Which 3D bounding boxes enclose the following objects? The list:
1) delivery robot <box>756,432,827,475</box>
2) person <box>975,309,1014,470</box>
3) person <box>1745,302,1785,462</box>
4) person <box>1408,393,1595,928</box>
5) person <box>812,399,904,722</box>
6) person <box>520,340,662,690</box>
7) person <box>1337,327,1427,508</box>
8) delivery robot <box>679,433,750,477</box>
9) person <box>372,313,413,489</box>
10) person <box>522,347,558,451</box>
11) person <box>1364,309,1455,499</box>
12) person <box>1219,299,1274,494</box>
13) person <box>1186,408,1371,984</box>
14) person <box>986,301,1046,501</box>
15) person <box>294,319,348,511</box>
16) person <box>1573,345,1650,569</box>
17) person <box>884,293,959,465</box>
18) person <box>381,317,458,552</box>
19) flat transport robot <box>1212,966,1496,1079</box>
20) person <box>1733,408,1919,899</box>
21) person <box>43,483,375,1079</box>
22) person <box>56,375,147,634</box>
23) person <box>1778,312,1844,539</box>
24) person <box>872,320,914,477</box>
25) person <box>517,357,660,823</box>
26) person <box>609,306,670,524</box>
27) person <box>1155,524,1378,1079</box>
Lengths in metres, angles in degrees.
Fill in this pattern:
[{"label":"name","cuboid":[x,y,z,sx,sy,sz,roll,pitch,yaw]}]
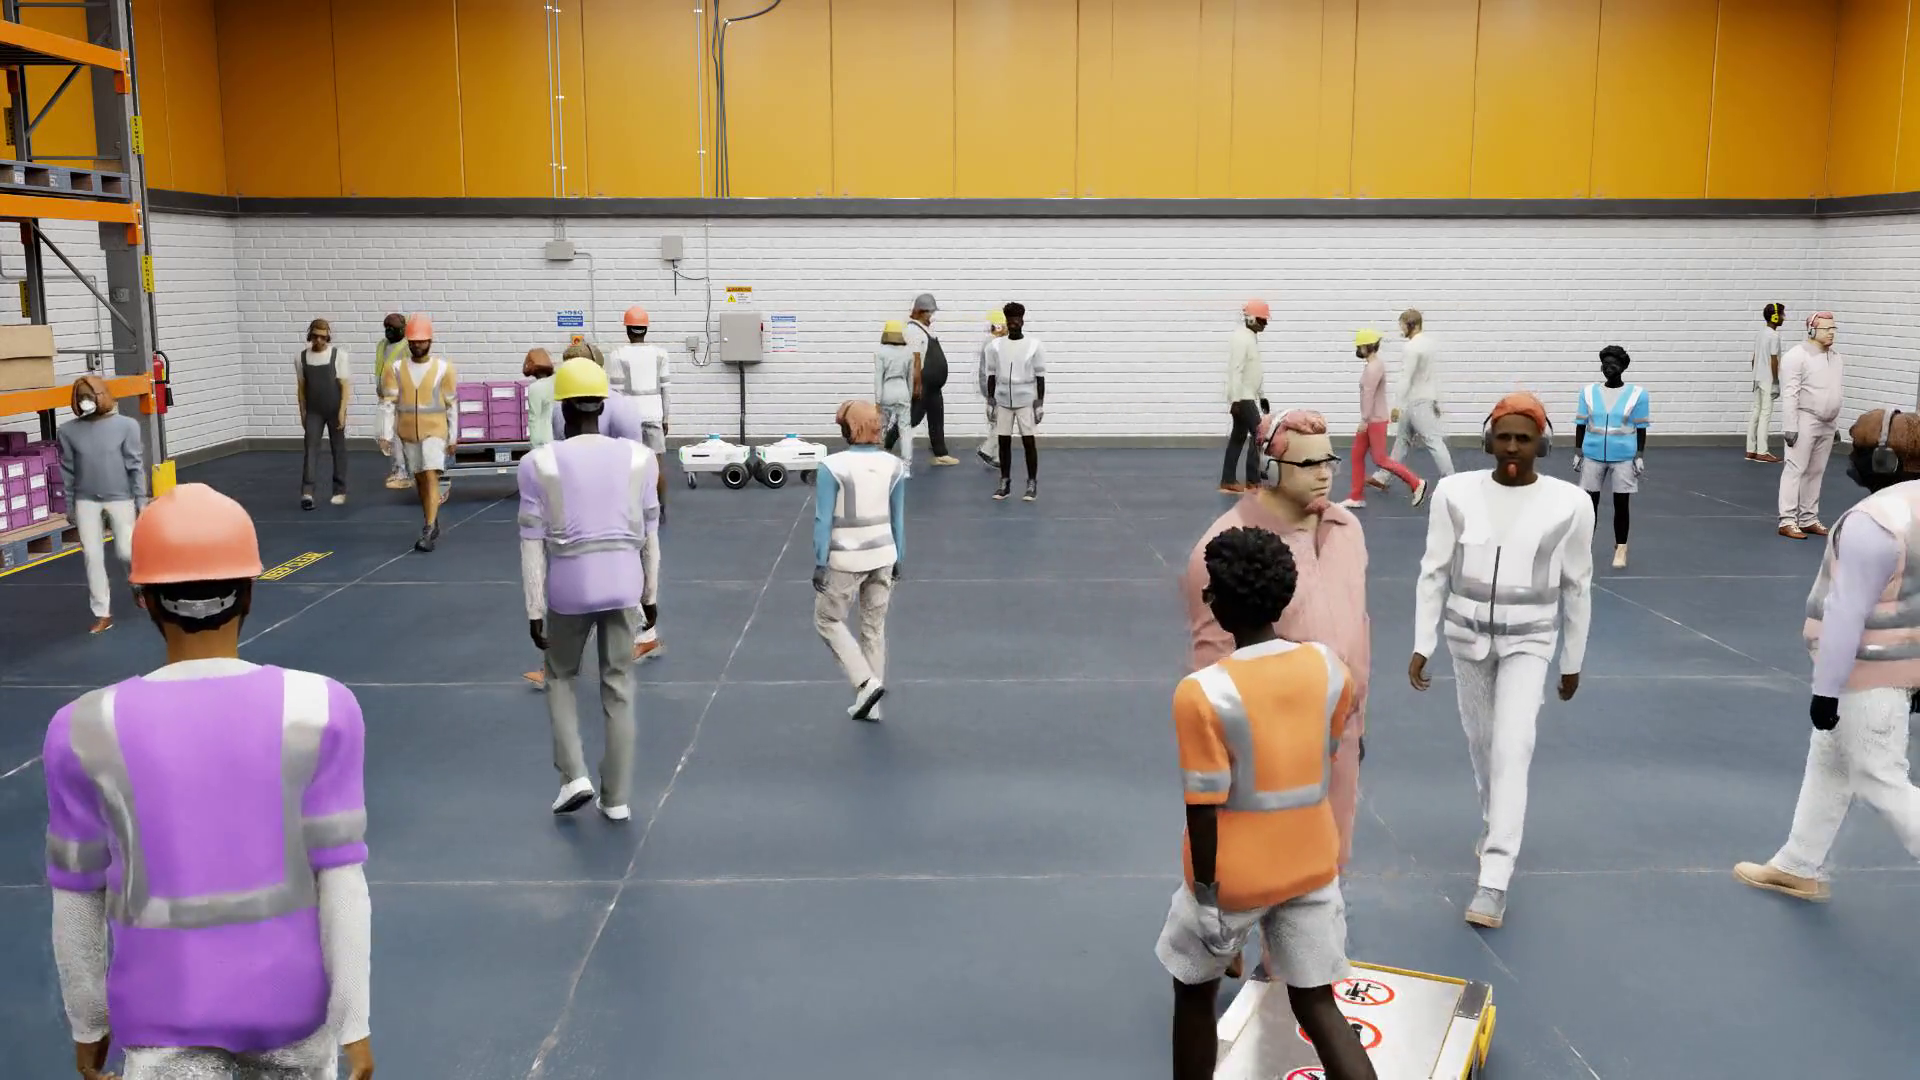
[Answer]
[{"label":"delivery robot","cuboid":[-1.761,-0.886,17.400,0.707,0.478,0.477,-3,10,-20]},{"label":"person","cuboid":[0.428,-1.665,18.597,0.423,1.816,0.617,1,9,7]},{"label":"person","cuboid":[9.516,-1.855,19.606,0.334,1.873,0.521,0,9,1]},{"label":"person","cuboid":[1.973,0.380,6.048,0.578,1.838,0.995,6,11,32]},{"label":"person","cuboid":[-0.493,0.120,8.232,0.542,1.624,0.405,-7,12,-38]},{"label":"person","cuboid":[-2.029,-0.162,9.206,0.653,1.885,1.034,8,12,40]},{"label":"person","cuboid":[3.963,-1.132,15.603,0.771,1.727,0.505,1,9,5]},{"label":"delivery robot","cuboid":[-2.550,-0.866,17.279,0.707,0.478,0.477,0,9,-1]},{"label":"person","cuboid":[-5.799,-1.421,17.133,0.675,1.813,0.438,6,11,33]},{"label":"person","cuboid":[-3.418,-0.806,13.945,0.463,1.611,0.542,2,9,12]},{"label":"person","cuboid":[4.505,-1.347,16.488,1.083,1.867,0.680,5,11,28]},{"label":"person","cuboid":[2.942,-1.412,16.622,0.746,1.957,0.627,3,10,18]},{"label":"person","cuboid":[0.916,0.548,4.853,0.654,1.886,0.715,-6,11,-35]},{"label":"person","cuboid":[0.543,-1.357,16.291,0.606,1.954,0.381,3,10,19]},{"label":"person","cuboid":[-6.024,-1.173,15.697,0.496,1.787,0.943,-2,9,-10]},{"label":"person","cuboid":[4.918,-0.626,12.603,0.540,1.695,0.317,6,11,33]},{"label":"person","cuboid":[-0.503,-1.865,19.148,0.902,2.000,0.681,3,10,17]},{"label":"person","cuboid":[-4.399,-0.877,13.607,0.556,1.886,1.038,0,9,-3]},{"label":"flat transport robot","cuboid":[0.992,1.425,4.388,0.652,0.197,1.431,4,10,24]},{"label":"person","cuboid":[3.171,0.453,5.669,0.636,1.808,0.908,-8,12,-40]},{"label":"person","cuboid":[-1.363,0.842,3.068,0.553,1.884,1.022,-4,10,-21]},{"label":"person","cuboid":[-5.393,-0.245,10.506,0.509,1.613,0.545,-2,9,-13]},{"label":"person","cuboid":[7.208,-0.965,14.042,0.642,1.909,0.408,-5,10,-27]},{"label":"person","cuboid":[-0.758,-1.561,18.301,0.495,1.704,0.850,-4,10,-23]},{"label":"person","cuboid":[-1.506,0.215,6.815,0.588,1.910,0.446,-4,10,-23]},{"label":"person","cuboid":[-2.831,-1.087,14.691,0.543,1.939,0.360,-5,11,-29]},{"label":"person","cuboid":[0.764,0.799,3.947,0.524,1.668,0.806,-5,10,-26]}]
